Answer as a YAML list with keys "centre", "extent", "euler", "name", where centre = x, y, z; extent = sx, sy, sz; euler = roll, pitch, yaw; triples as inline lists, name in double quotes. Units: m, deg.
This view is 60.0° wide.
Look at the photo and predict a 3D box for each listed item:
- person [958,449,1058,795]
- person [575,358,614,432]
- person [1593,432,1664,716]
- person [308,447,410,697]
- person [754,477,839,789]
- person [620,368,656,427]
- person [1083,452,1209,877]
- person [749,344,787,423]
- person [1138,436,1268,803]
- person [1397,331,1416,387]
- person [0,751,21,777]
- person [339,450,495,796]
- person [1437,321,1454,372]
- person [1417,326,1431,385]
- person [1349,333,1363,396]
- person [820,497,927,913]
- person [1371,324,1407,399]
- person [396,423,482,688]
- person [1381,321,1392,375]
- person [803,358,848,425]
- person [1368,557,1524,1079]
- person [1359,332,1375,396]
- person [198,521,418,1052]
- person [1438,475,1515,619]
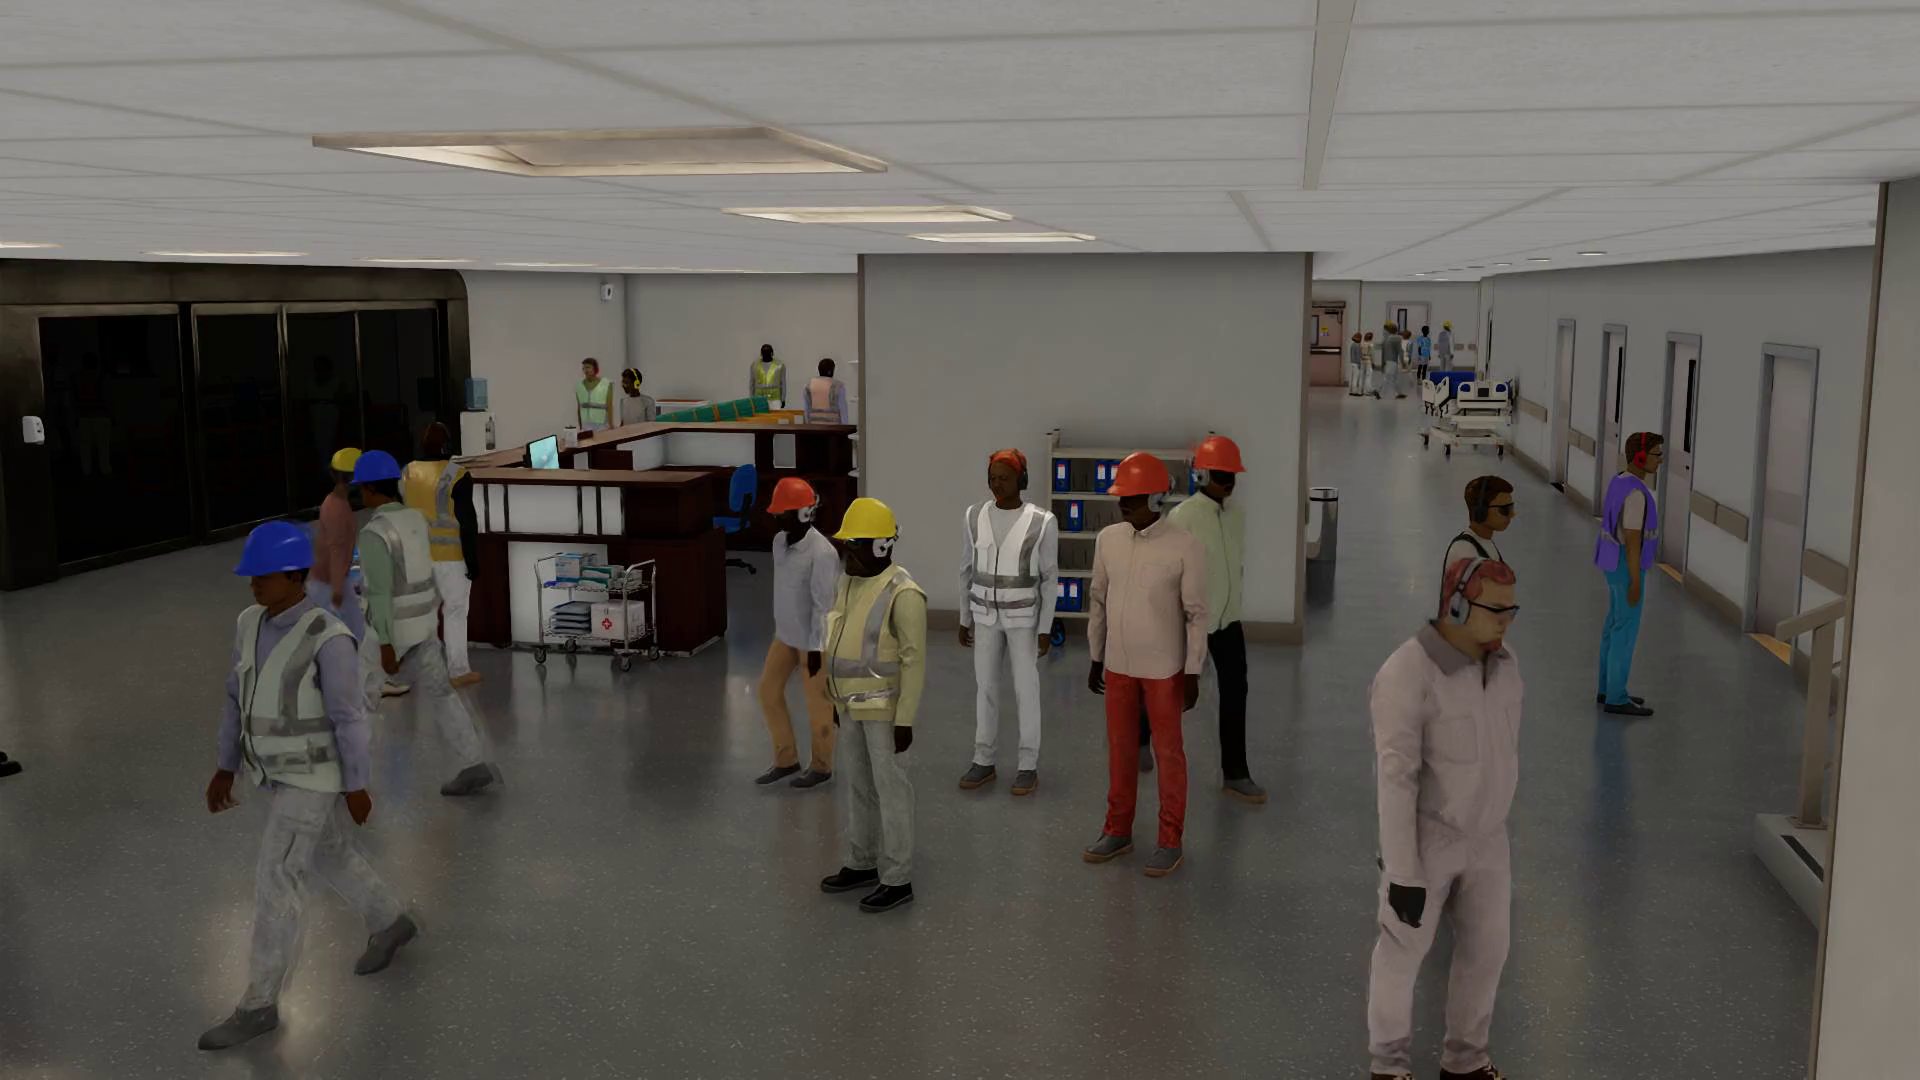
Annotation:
- centre: [0.250, 0.443, 9.069]
  extent: [0.575, 1.882, 0.355]
  euler: [4, 9, 25]
  name: "person"
- centre: [-4.964, -1.592, 22.766]
  extent: [0.572, 1.824, 0.781]
  euler: [2, 9, 11]
  name: "person"
- centre: [4.311, 0.213, 10.759]
  extent: [0.392, 1.837, 0.560]
  euler: [2, 9, 13]
  name: "person"
- centre: [-4.095, 0.249, 10.923]
  extent: [0.804, 1.713, 0.537]
  euler: [-2, 9, -13]
  name: "person"
- centre: [-0.919, 0.518, 9.033]
  extent: [0.550, 1.730, 0.601]
  euler: [-7, 11, -39]
  name: "person"
- centre: [-3.632, -0.994, 18.671]
  extent: [0.532, 1.863, 0.319]
  euler: [5, 10, 29]
  name: "person"
- centre: [0.857, 0.577, 7.807]
  extent: [0.618, 1.990, 0.394]
  euler: [7, 11, 38]
  name: "person"
- centre: [-3.228, -2.374, 27.939]
  extent: [0.626, 1.836, 0.430]
  euler: [0, 9, 3]
  name: "person"
- centre: [1.285, 0.402, 9.045]
  extent: [0.627, 1.968, 0.891]
  euler: [-7, 11, -38]
  name: "person"
- centre: [12.401, -5.039, 46.406]
  extent: [0.855, 1.598, 0.525]
  euler: [-7, 11, -39]
  name: "person"
- centre: [-5.556, 0.381, 9.333]
  extent: [0.545, 1.929, 0.390]
  euler: [8, 11, 41]
  name: "person"
- centre: [-3.007, 0.459, 8.959]
  extent: [1.034, 1.894, 0.601]
  euler: [2, 9, 14]
  name: "person"
- centre: [14.182, -5.471, 48.590]
  extent: [0.482, 1.808, 0.659]
  euler: [-4, 10, -27]
  name: "person"
- centre: [13.362, -5.311, 47.862]
  extent: [0.535, 1.697, 0.318]
  euler: [-7, 11, -37]
  name: "person"
- centre: [10.167, -4.500, 42.689]
  extent: [0.281, 1.633, 0.499]
  euler: [-1, 9, -8]
  name: "person"
- centre: [-0.397, 0.720, 7.392]
  extent: [0.404, 1.832, 0.600]
  euler: [-6, 11, -36]
  name: "person"
- centre: [10.742, -4.464, 41.615]
  extent: [1.025, 1.894, 0.636]
  euler: [-3, 9, -17]
  name: "person"
- centre: [-3.572, 0.108, 11.476]
  extent: [0.619, 1.835, 0.430]
  euler: [4, 9, 25]
  name: "person"
- centre: [13.712, -6.164, 53.369]
  extent: [0.294, 1.744, 0.486]
  euler: [5, 10, 29]
  name: "person"
- centre: [-1.742, -1.465, 21.869]
  extent: [0.626, 1.844, 0.429]
  euler: [4, 9, 23]
  name: "person"
- centre: [1.618, 0.984, 5.493]
  extent: [0.676, 1.886, 0.420]
  euler: [-5, 10, -31]
  name: "person"
- centre: [10.522, -4.542, 42.956]
  extent: [0.311, 1.636, 0.523]
  euler: [-5, 10, -29]
  name: "person"
- centre: [-2.473, 0.853, 6.325]
  extent: [0.598, 1.911, 1.001]
  euler: [7, 11, 38]
  name: "person"
- centre: [2.543, 0.587, 8.273]
  extent: [0.357, 1.839, 0.508]
  euler: [5, 10, 28]
  name: "person"
